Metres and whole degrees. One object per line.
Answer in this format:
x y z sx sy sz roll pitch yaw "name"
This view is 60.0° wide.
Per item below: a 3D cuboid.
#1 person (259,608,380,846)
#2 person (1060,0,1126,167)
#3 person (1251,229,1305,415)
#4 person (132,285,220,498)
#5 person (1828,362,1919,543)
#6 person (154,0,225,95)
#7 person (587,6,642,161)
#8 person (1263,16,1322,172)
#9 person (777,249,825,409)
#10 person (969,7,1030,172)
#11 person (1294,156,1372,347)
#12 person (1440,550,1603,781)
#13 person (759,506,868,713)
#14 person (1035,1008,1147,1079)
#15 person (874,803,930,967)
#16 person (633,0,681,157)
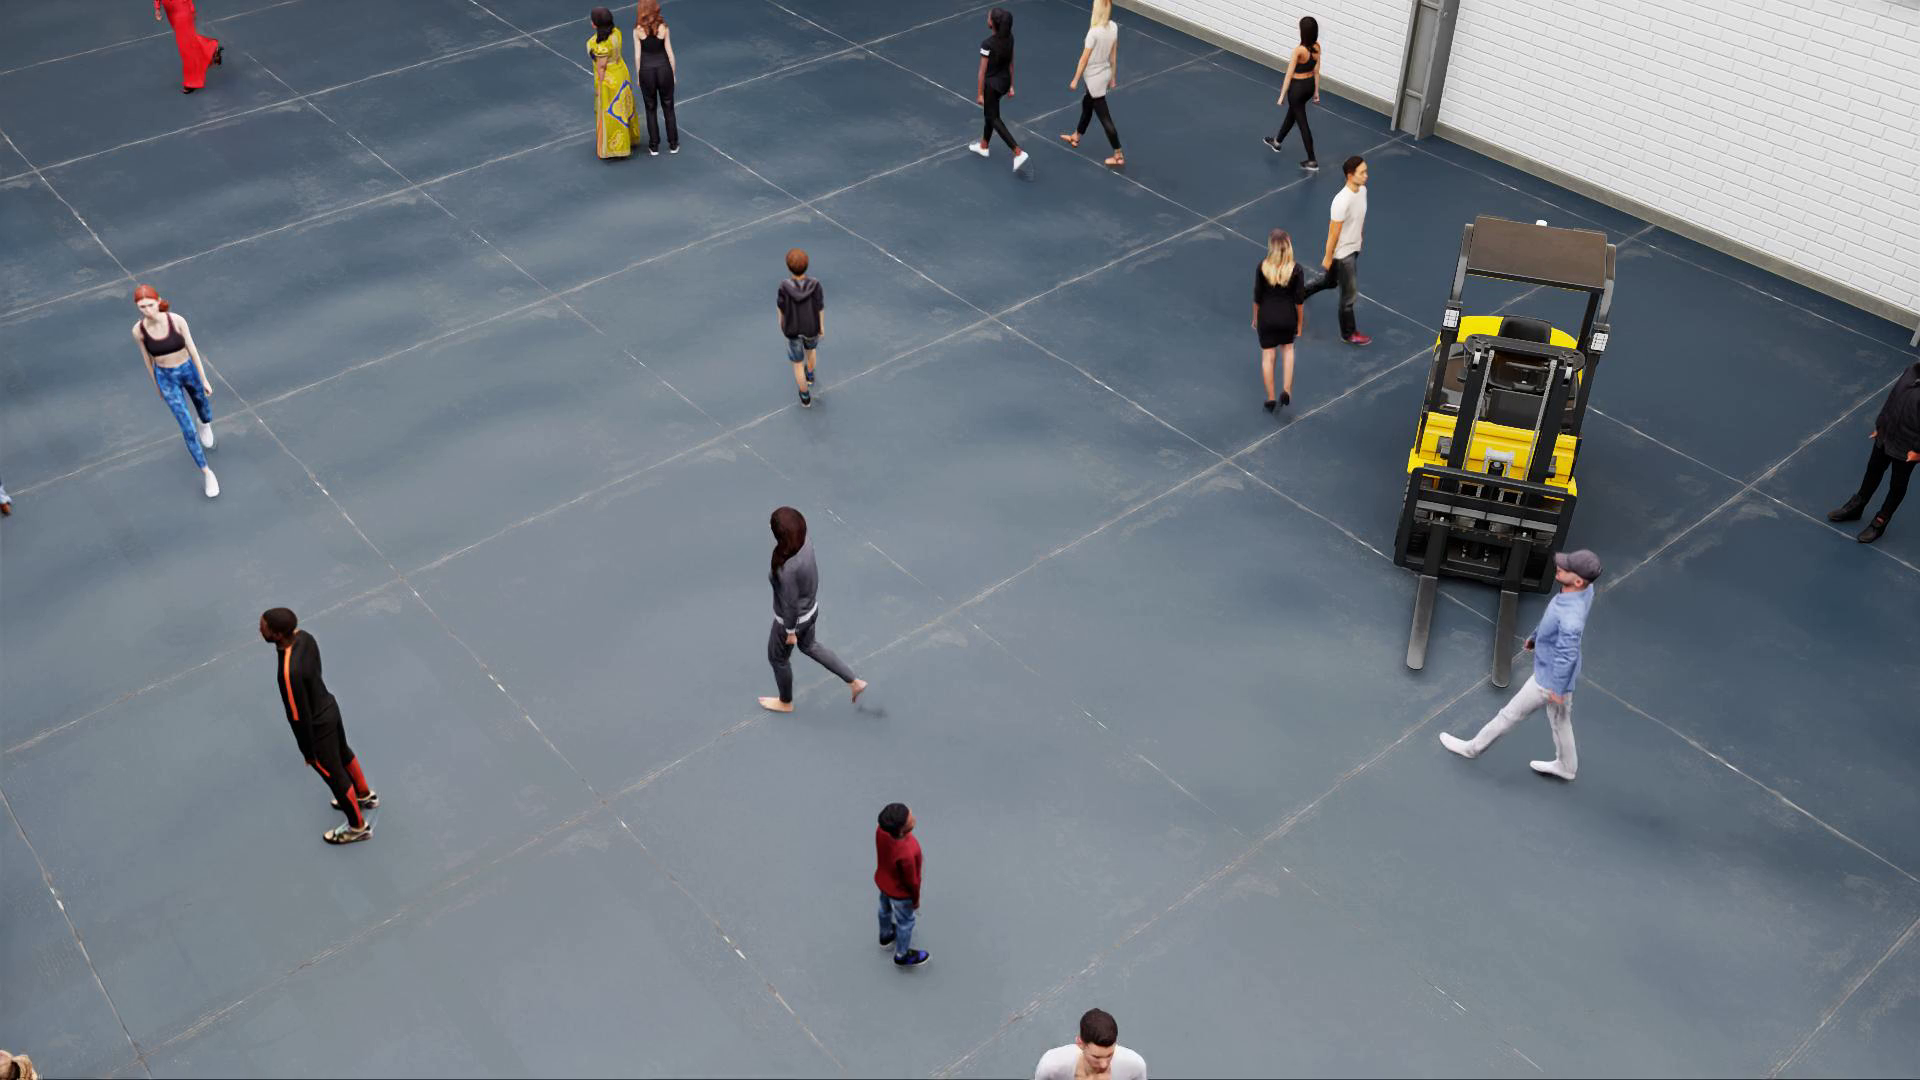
-3.928 1.113 10.208 0.758 1.804 0.657 -5 39 -6 "person"
1.537 -4.824 17.663 1.218 1.778 0.744 28 46 30 "person"
2.667 -1.796 13.968 0.684 1.657 0.751 11 40 14 "person"
-6.188 -1.268 13.232 0.757 1.760 1.169 -17 42 -20 "person"
7.168 -0.806 12.629 0.764 1.781 0.652 -13 40 -16 "person"
-9.017 -6.135 19.328 1.061 1.758 0.938 16 41 19 "person"
-3.747 -4.937 17.908 1.000 1.659 0.983 10 40 12 "person"
3.667 -4.700 17.648 0.648 1.602 1.116 -23 44 -26 "person"
-1.343 -1.773 14.122 0.738 1.430 0.882 -9 39 -11 "person"
0.440 -4.755 17.640 1.167 1.698 0.705 30 47 32 "person"
3.350 -2.622 14.917 1.212 1.775 0.894 20 43 23 "person"
3.844 0.838 10.514 1.198 1.851 0.919 19 42 22 "person"
-1.008 0.487 11.036 1.090 1.749 0.942 10 40 12 "person"
0.582 2.762 8.131 0.926 1.819 1.041 -4 39 -5 "person"
-0.371 1.972 9.574 0.568 1.253 0.437 -24 44 -27 "person"
-3.279 -5.014 17.927 0.650 1.744 0.643 -9 39 -11 "person"
